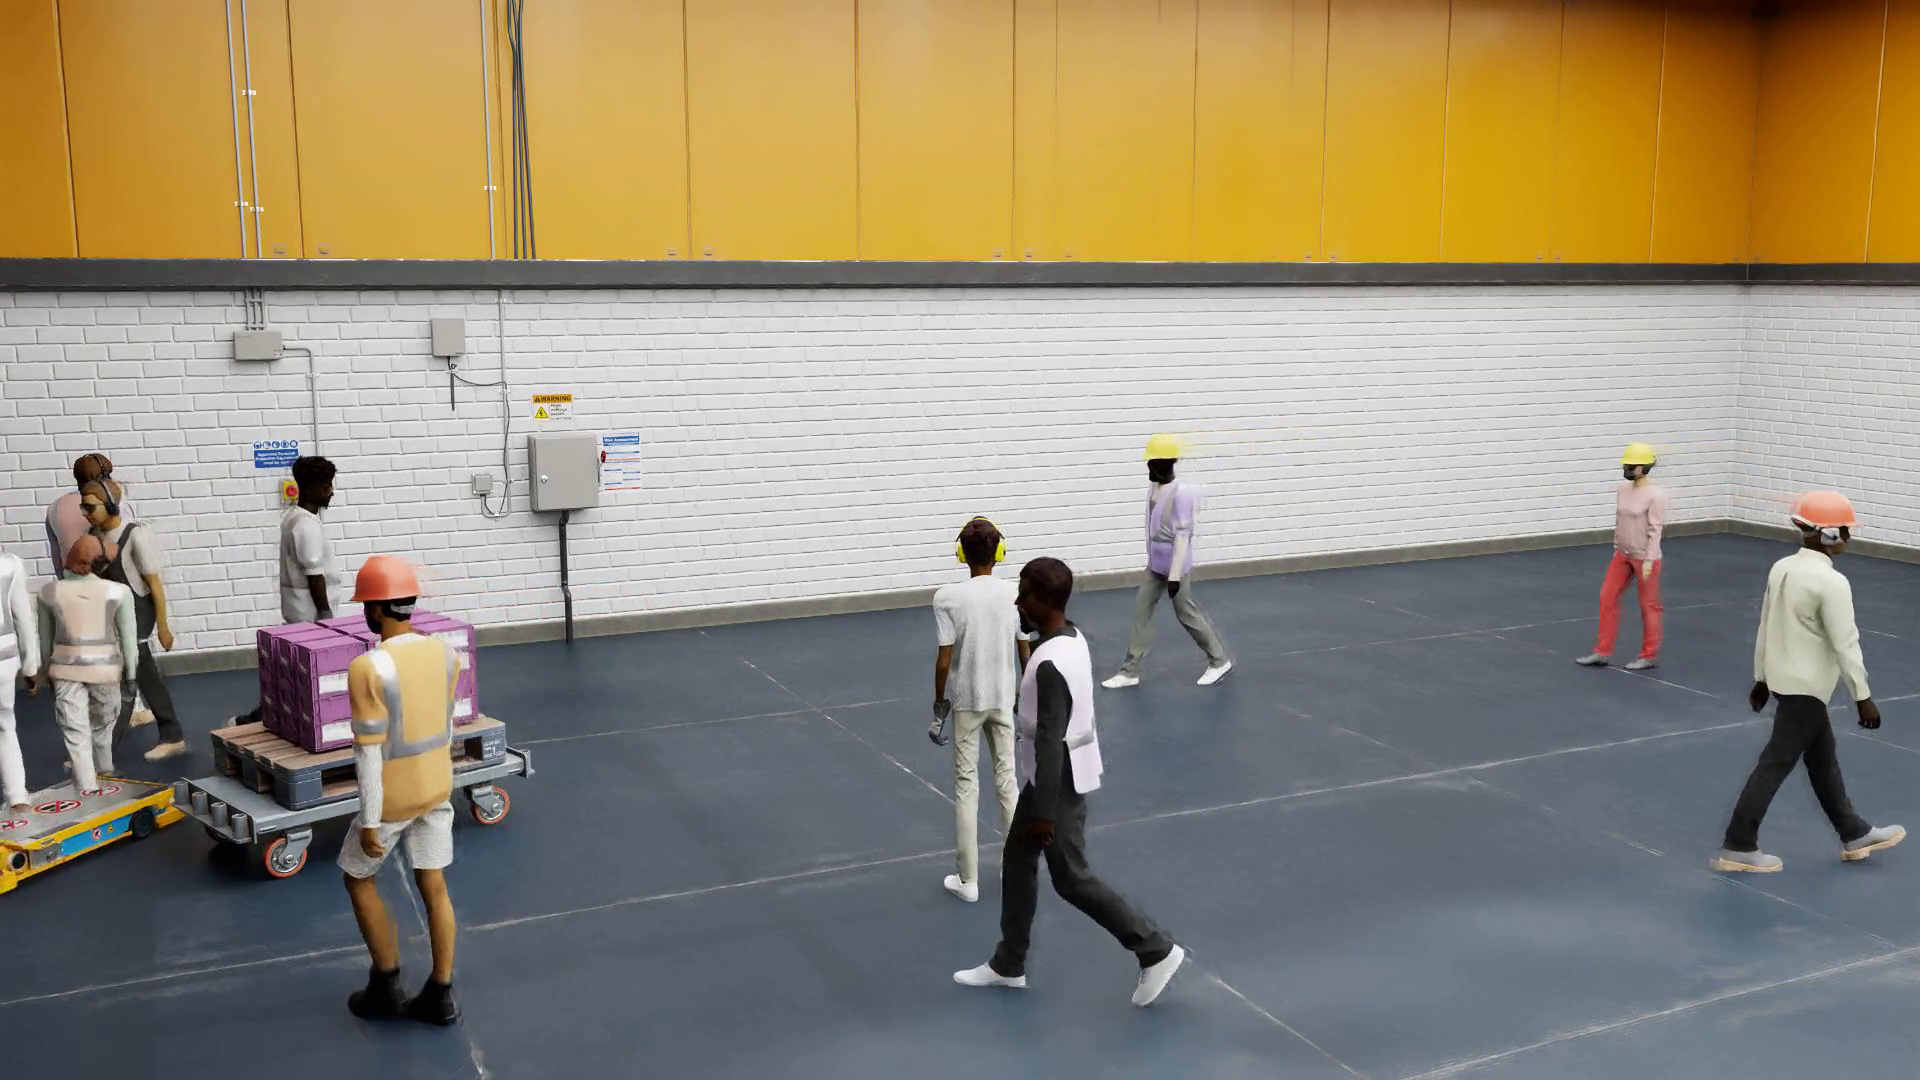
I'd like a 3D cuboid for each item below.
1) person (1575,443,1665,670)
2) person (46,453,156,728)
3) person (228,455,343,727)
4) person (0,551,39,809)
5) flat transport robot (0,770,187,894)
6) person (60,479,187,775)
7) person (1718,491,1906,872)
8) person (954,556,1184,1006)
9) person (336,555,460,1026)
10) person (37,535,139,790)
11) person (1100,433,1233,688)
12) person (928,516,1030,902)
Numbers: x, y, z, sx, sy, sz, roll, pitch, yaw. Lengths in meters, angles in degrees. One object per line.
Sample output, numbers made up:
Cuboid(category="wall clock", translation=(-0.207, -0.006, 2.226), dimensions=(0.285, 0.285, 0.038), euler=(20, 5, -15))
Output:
Cuboid(category="person", translation=(5.021, 0.140, 12.586), dimensions=(0.711, 1.741, 0.547), euler=(-3, 10, -18))
Cuboid(category="person", translation=(-5.702, 0.340, 11.076), dimensions=(0.627, 1.844, 0.429), euler=(1, 9, 9))
Cuboid(category="person", translation=(-4.071, 0.435, 10.219), dimensions=(0.781, 1.932, 0.598), euler=(-4, 10, -21))
Cuboid(category="person", translation=(-5.161, 0.708, 8.697), dimensions=(0.400, 1.868, 0.601), euler=(8, 12, 41))
Cuboid(category="flat transport robot", translation=(-4.764, 1.509, 8.683), dimensions=(0.652, 0.197, 1.431), euler=(3, 10, 18))
Cuboid(category="person", translation=(-5.120, 0.530, 10.017), dimensions=(0.521, 1.794, 0.964), euler=(5, 10, 27))
Cuboid(category="person", translation=(4.343, 0.728, 8.346), dimensions=(1.017, 1.941, 0.621), euler=(1, 9, 5))
Cuboid(category="person", translation=(0.459, 0.998, 6.883), dimensions=(0.909, 1.888, 0.597), euler=(1, 9, 7))
Cuboid(category="person", translation=(-2.287, 1.006, 6.713), dimensions=(0.646, 1.910, 0.556), euler=(5, 10, 28))
Cuboid(category="person", translation=(-4.842, 0.754, 9.271), dimensions=(0.500, 1.582, 0.821), euler=(-4, 10, -25))
Cuboid(category="person", translation=(1.561, 0.155, 12.121), dimensions=(0.979, 1.885, 0.605), euler=(-3, 10, -19))
Cuboid(category="person", translation=(0.103, 0.815, 8.054), dimensions=(0.523, 1.865, 0.317), euler=(-3, 10, -16))
